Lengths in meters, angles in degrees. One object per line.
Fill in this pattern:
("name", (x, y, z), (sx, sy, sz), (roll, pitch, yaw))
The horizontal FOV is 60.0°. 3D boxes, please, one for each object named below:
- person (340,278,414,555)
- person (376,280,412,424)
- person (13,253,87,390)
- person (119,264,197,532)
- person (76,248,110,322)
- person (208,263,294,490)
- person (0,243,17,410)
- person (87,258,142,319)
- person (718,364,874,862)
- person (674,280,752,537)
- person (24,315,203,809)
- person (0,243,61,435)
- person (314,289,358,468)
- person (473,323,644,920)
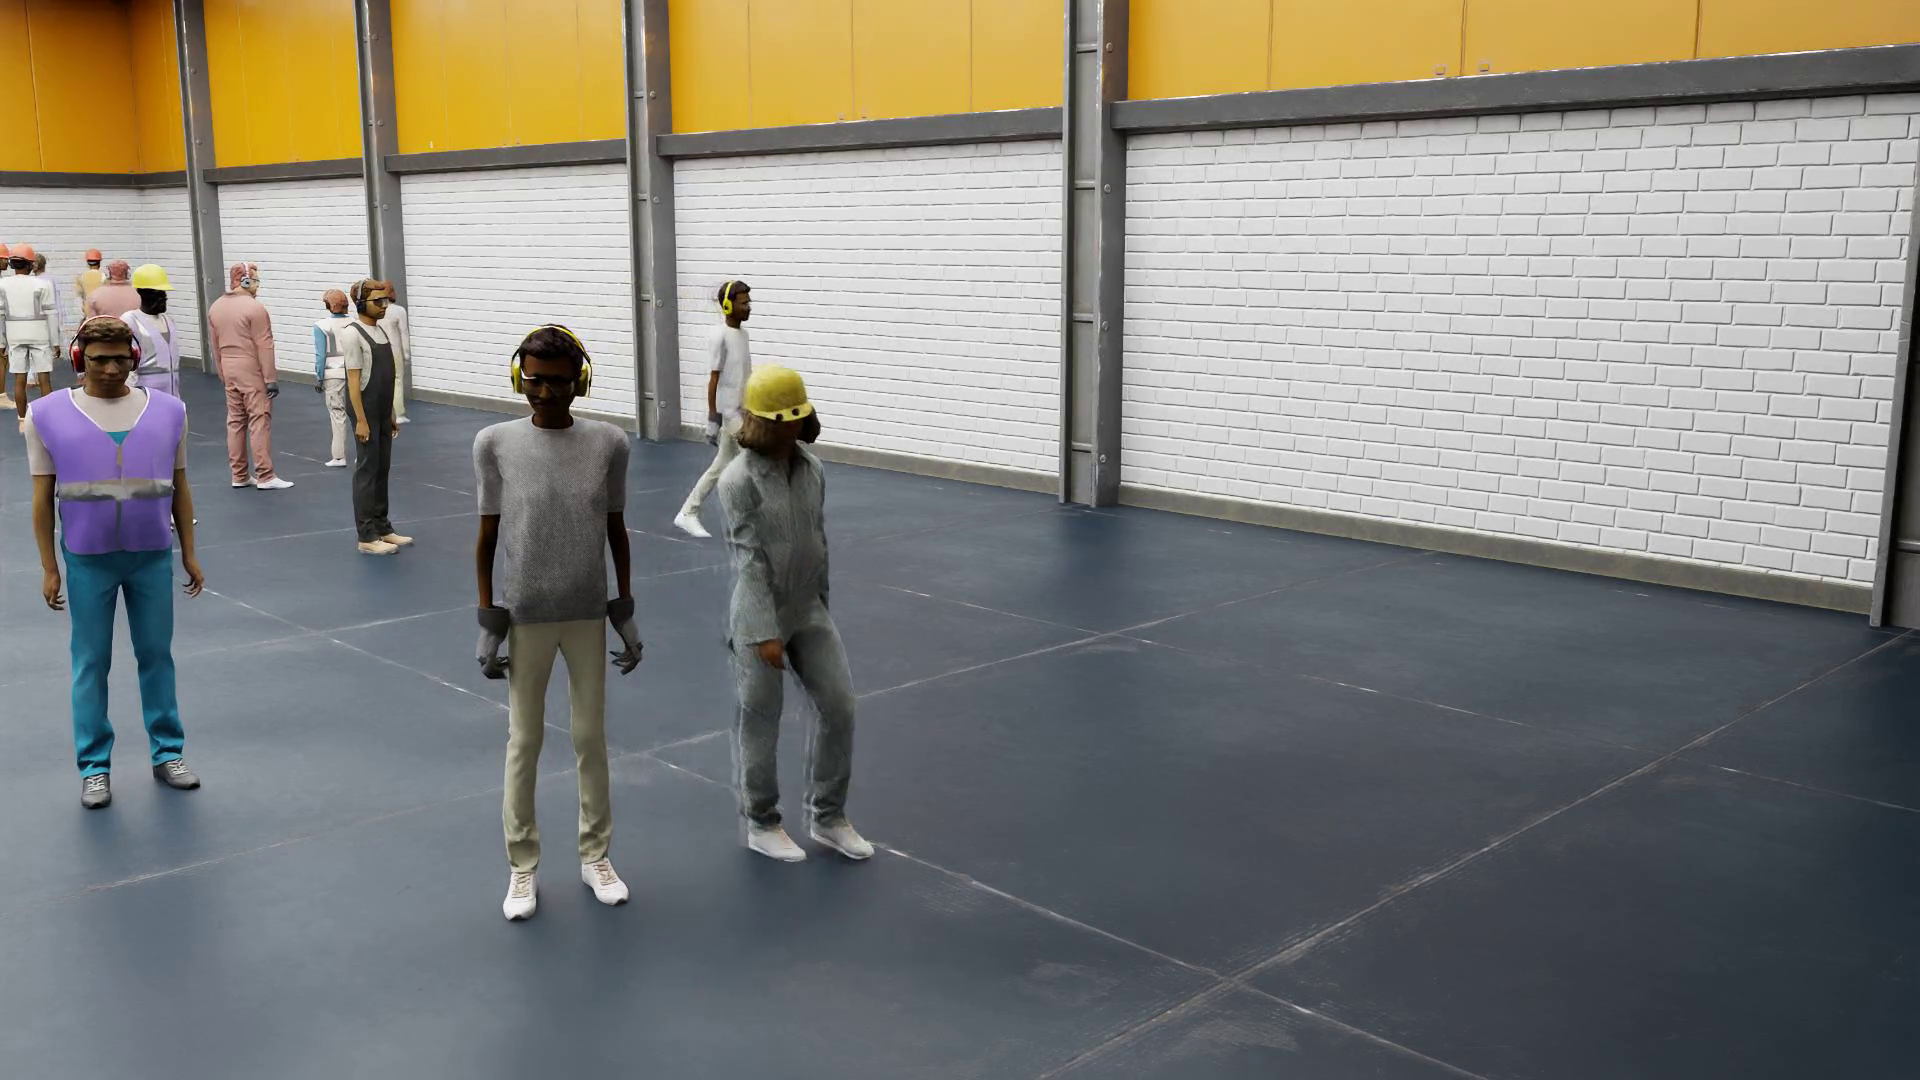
("person", (-3.942, -0.829, 11.200), (0.344, 1.846, 0.506), (1, 10, 4))
("person", (-6.459, -2.107, 18.775), (0.511, 1.637, 0.353), (0, 10, 3))
("person", (-12.678, -3.044, 23.163), (1.007, 1.906, 0.637), (-8, 13, -36))
("person", (-5.800, -1.022, 12.026), (0.387, 1.926, 0.591), (1, 10, 7))
("person", (-13.122, -3.466, 25.354), (0.568, 1.925, 0.426), (-2, 11, -11))
("person", (-5.962, -1.367, 13.982), (0.636, 1.903, 0.405), (5, 12, 27))
("person", (-11.752, -2.618, 20.419), (0.394, 2.039, 0.614), (-7, 12, -33))
("person", (-8.623, -1.957, 17.206), (0.671, 1.896, 0.436), (-5, 11, -24))
("person", (-0.552, 0.275, 5.533), (0.599, 1.715, 0.491), (9, 14, 41))
("person", (-1.612, -0.894, 11.606), (0.951, 1.833, 0.533), (2, 11, 13))
("person", (-3.189, 0.071, 6.314), (0.563, 1.838, 0.390), (-9, 14, -40))
("person", (-9.967, -2.140, 17.808), (0.611, 2.042, 0.395), (-3, 11, -13))
("person", (-5.700, -1.487, 15.346), (0.309, 1.641, 0.513), (8, 13, 38))
("person", (-1.263, 0.257, 5.241), (0.519, 1.860, 0.326), (-4, 11, -21))
